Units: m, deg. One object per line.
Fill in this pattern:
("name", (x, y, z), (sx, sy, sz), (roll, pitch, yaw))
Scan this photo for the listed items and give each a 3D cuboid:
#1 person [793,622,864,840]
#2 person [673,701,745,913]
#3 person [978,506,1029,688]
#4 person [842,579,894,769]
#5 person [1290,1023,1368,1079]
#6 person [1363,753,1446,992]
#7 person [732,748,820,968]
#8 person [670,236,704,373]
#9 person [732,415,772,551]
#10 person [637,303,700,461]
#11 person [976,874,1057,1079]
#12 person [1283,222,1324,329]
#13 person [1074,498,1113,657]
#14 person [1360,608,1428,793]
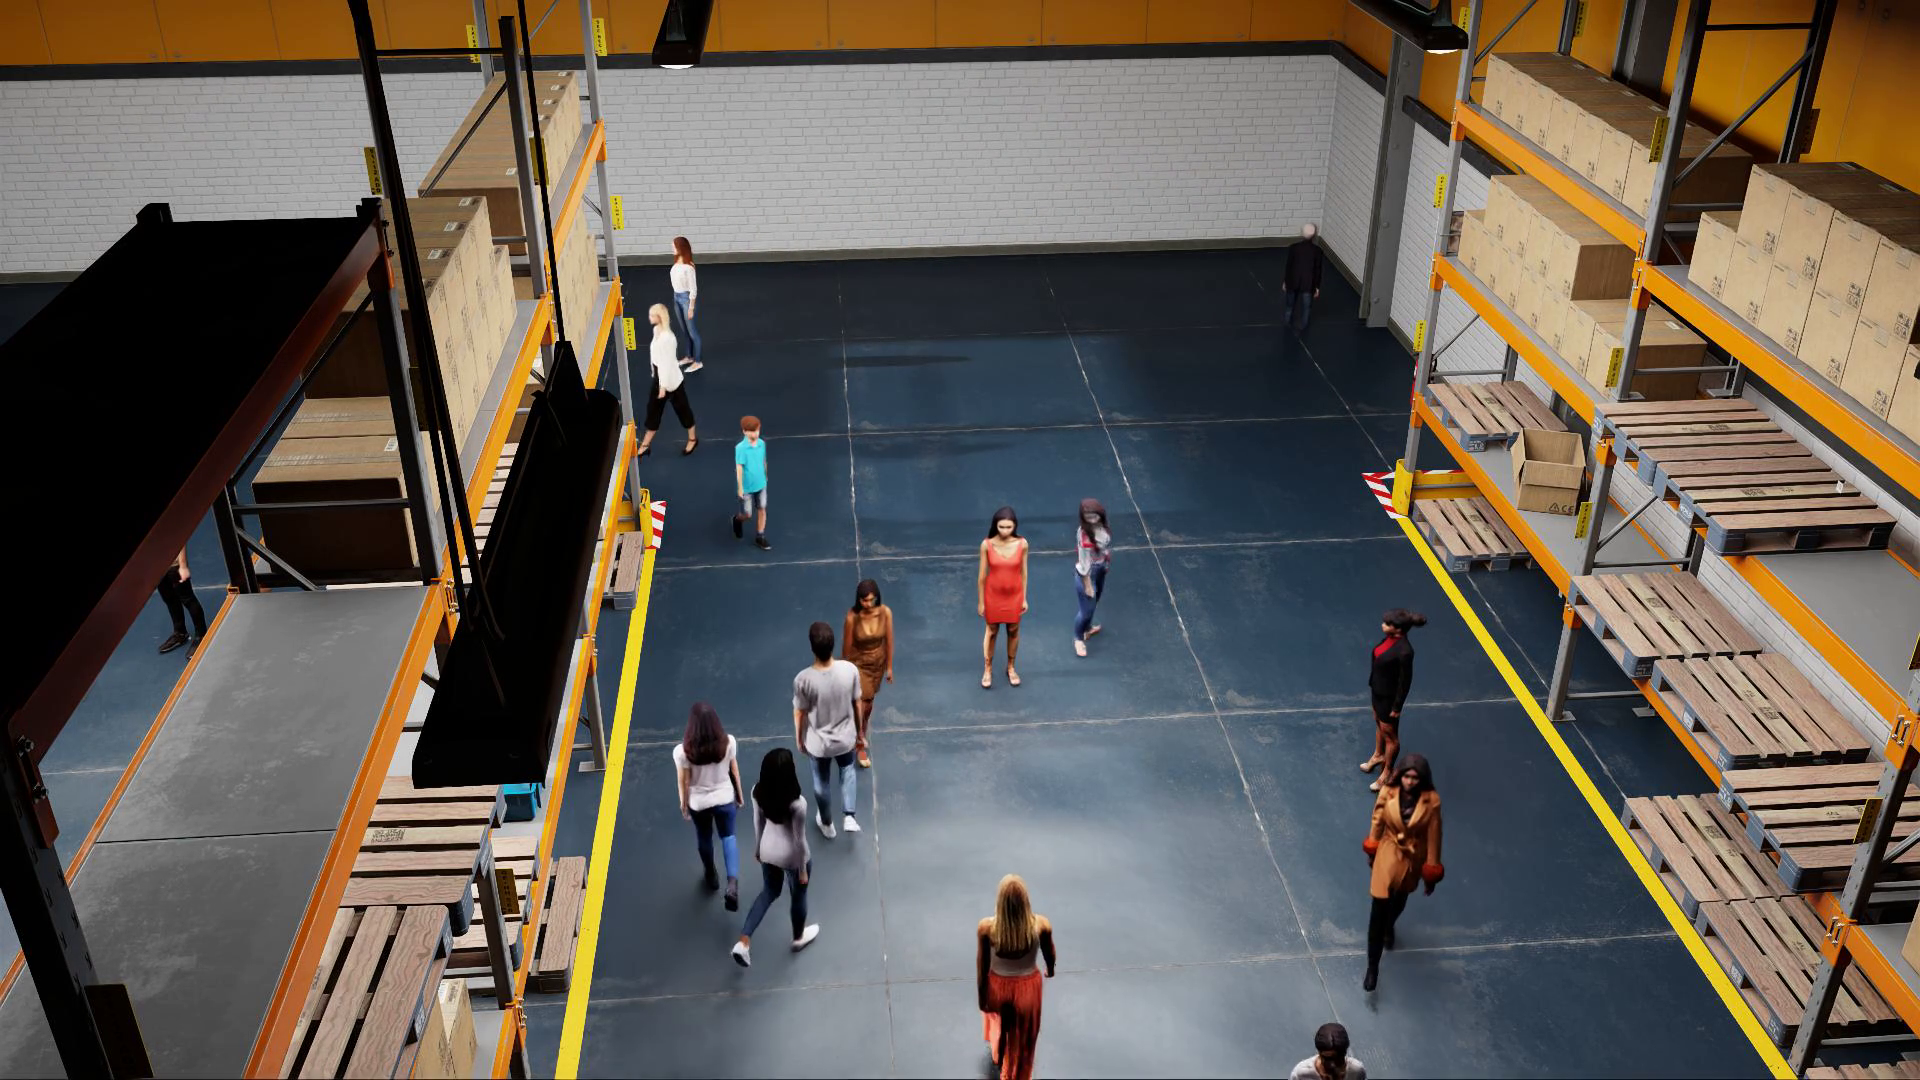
("person", (-0.948, 1.489, 12.419), (0.762, 1.873, 0.841), (-8, 30, -15))
("person", (-1.745, 1.930, 11.826), (0.711, 1.667, 0.976), (-7, 29, -13))
("person", (0.379, 0.485, 14.422), (0.595, 1.719, 0.504), (-3, 29, -6))
("person", (-0.786, 0.999, 13.537), (0.719, 1.663, 0.806), (-16, 33, -27))
("person", (1.979, 3.278, 9.265), (0.628, 1.753, 0.779), (-8, 30, -14))
("person", (3.028, 2.151, 11.399), (0.979, 1.688, 1.194), (8, 30, 15))
("person", (-1.260, 2.204, 11.272), (0.968, 1.716, 1.085), (17, 33, 28))
("person", (-3.410, -2.961, 20.731), (0.712, 1.725, 0.605), (-20, 34, -32))
("person", (-2.126, -0.600, 16.700), (0.730, 1.440, 0.822), (-22, 35, -34))
("person", (-3.132, -1.727, 18.369), (1.024, 1.820, 1.105), (-18, 33, -30))
("person", (0.333, 2.828, 10.075), (0.790, 1.768, 1.184), (3, 29, 5))
("person", (4.501, -3.392, 22.193), (0.839, 1.784, 0.753), (12, 31, 20))
("person", (1.173, 0.270, 14.943), (0.857, 1.596, 0.740), (11, 30, 19))
("person", (3.376, 1.241, 13.117), (0.632, 1.640, 0.533), (-1, 29, -3))
